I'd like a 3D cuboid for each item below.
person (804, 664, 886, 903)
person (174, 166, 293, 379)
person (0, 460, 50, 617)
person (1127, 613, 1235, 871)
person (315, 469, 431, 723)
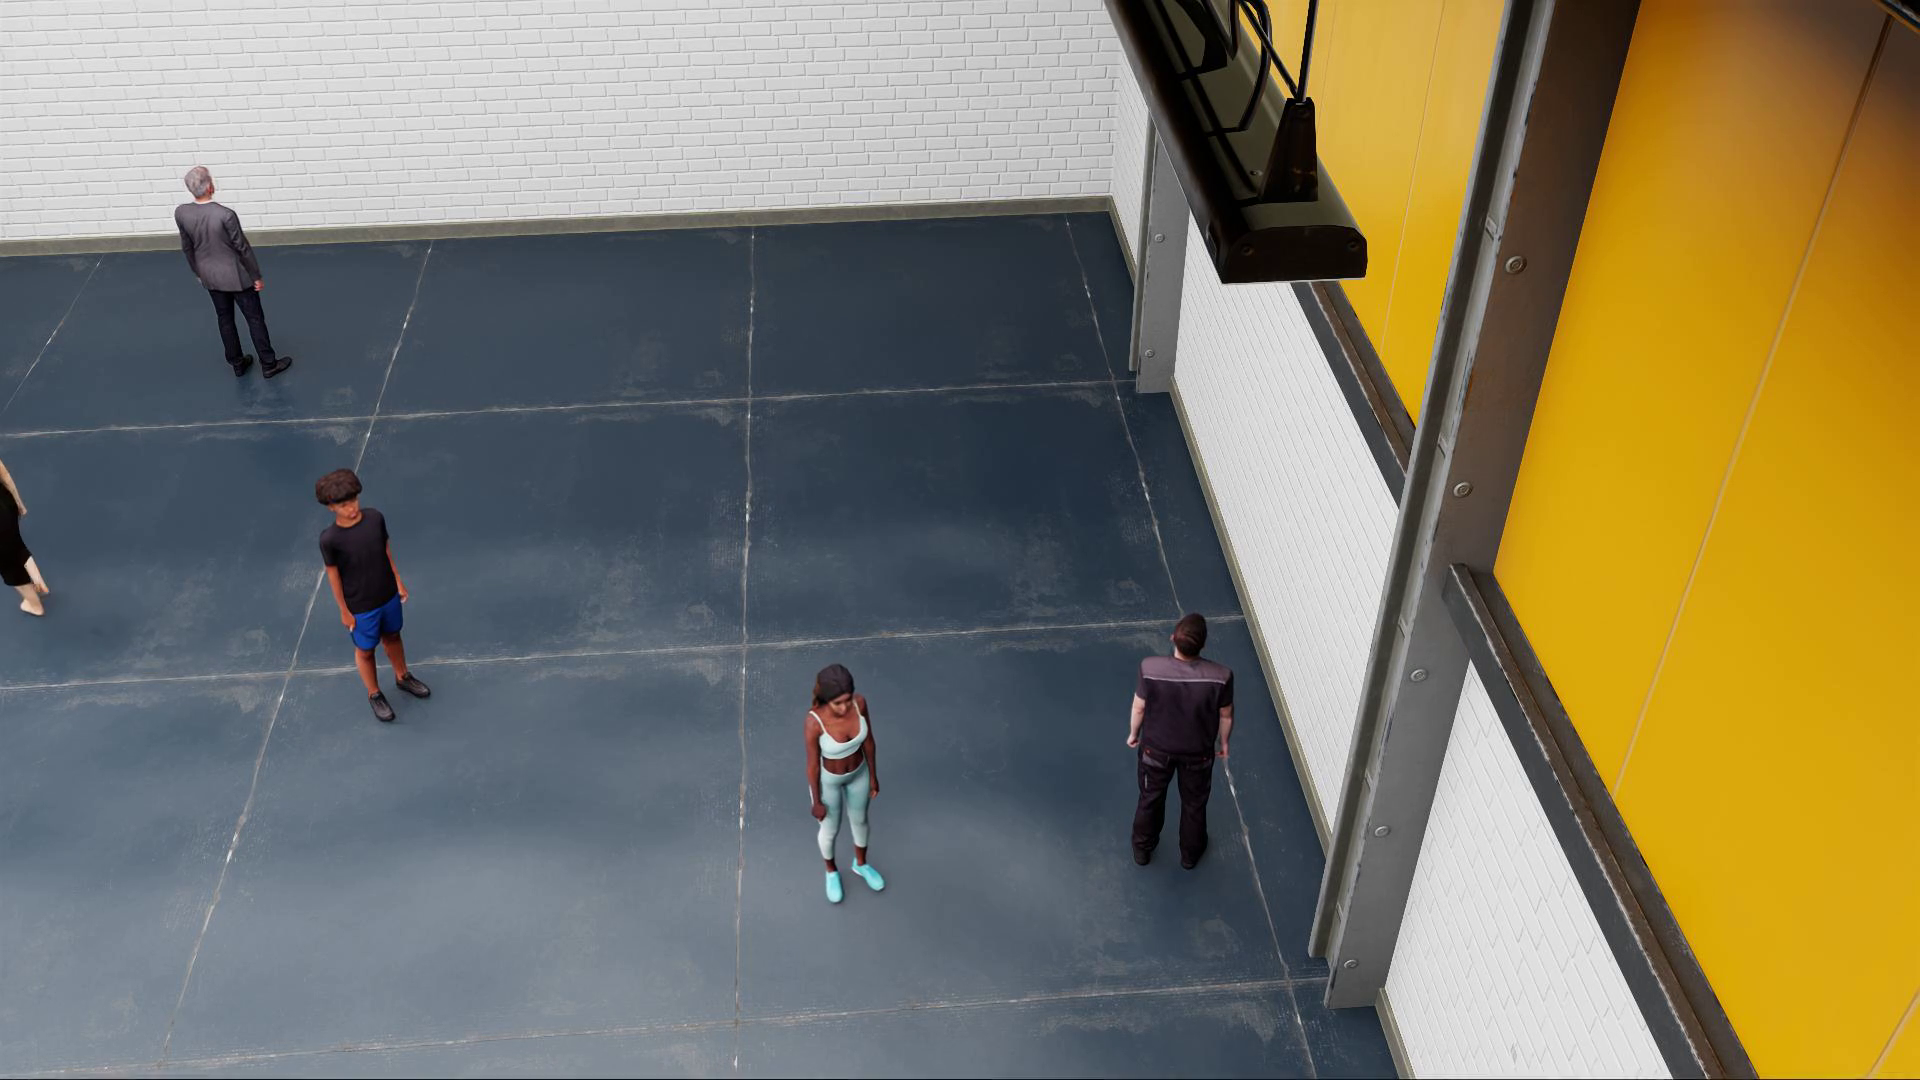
[{"bbox_3d":[-0.652,1.308,9.096,0.648,1.724,0.665,-21,43,-24],"label":"person"},{"bbox_3d":[-5.868,-2.143,13.323,0.776,1.841,0.673,5,39,6],"label":"person"},{"bbox_3d":[-6.333,-0.120,10.970,0.758,1.616,0.694,18,42,21],"label":"person"},{"bbox_3d":[1.211,1.125,9.227,0.782,1.846,0.690,6,39,8],"label":"person"},{"bbox_3d":[-3.665,0.315,10.278,0.762,1.799,0.707,30,47,32],"label":"person"}]
